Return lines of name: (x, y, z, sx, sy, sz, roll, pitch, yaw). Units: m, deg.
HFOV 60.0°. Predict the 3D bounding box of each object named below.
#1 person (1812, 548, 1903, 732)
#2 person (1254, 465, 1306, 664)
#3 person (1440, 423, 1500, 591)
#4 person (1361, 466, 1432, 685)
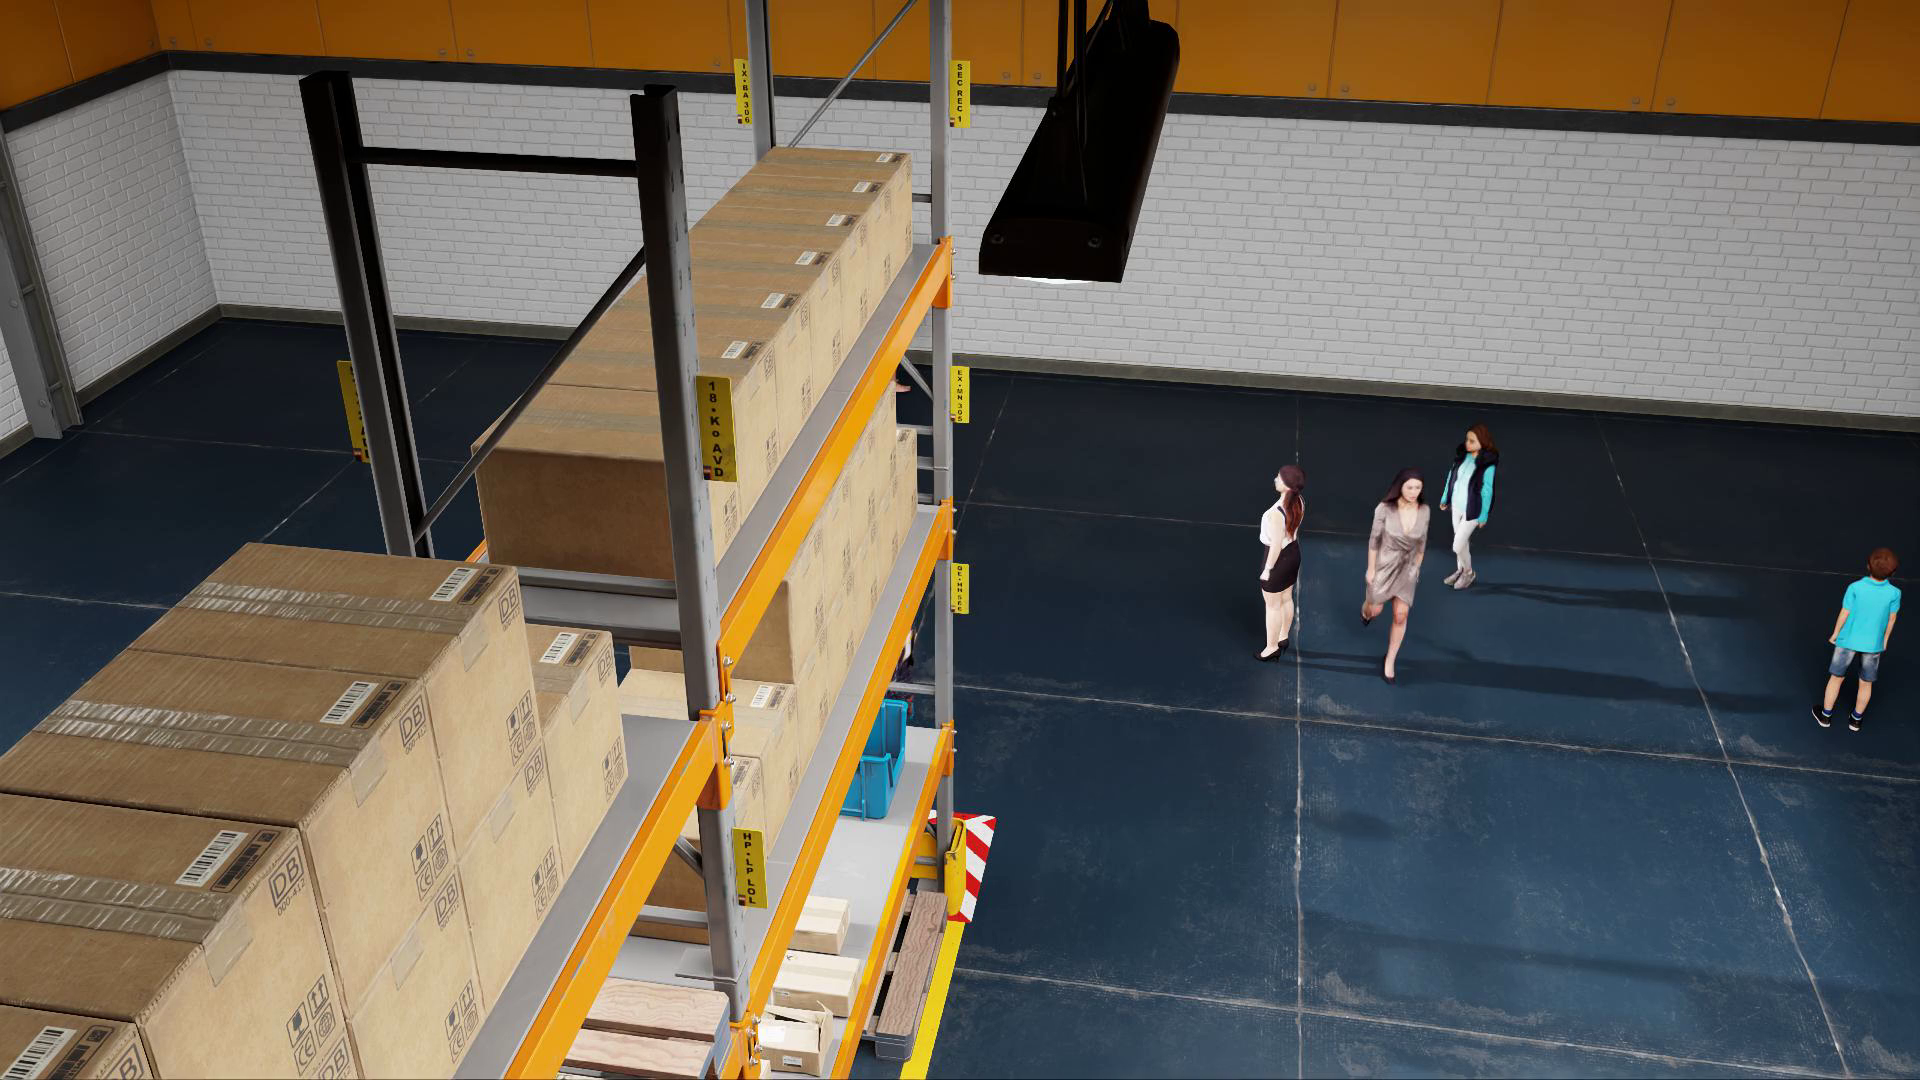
person: (6.438, 0.702, 11.874, 0.544, 1.448, 0.520, 9, 30, 16)
person: (2.432, 0.176, 12.630, 0.695, 1.647, 0.584, 20, 35, 32)
person: (4.231, -0.294, 13.656, 0.750, 1.489, 0.669, -10, 30, -18)
person: (3.227, 0.207, 12.488, 0.700, 1.729, 0.991, -1, 29, -1)
